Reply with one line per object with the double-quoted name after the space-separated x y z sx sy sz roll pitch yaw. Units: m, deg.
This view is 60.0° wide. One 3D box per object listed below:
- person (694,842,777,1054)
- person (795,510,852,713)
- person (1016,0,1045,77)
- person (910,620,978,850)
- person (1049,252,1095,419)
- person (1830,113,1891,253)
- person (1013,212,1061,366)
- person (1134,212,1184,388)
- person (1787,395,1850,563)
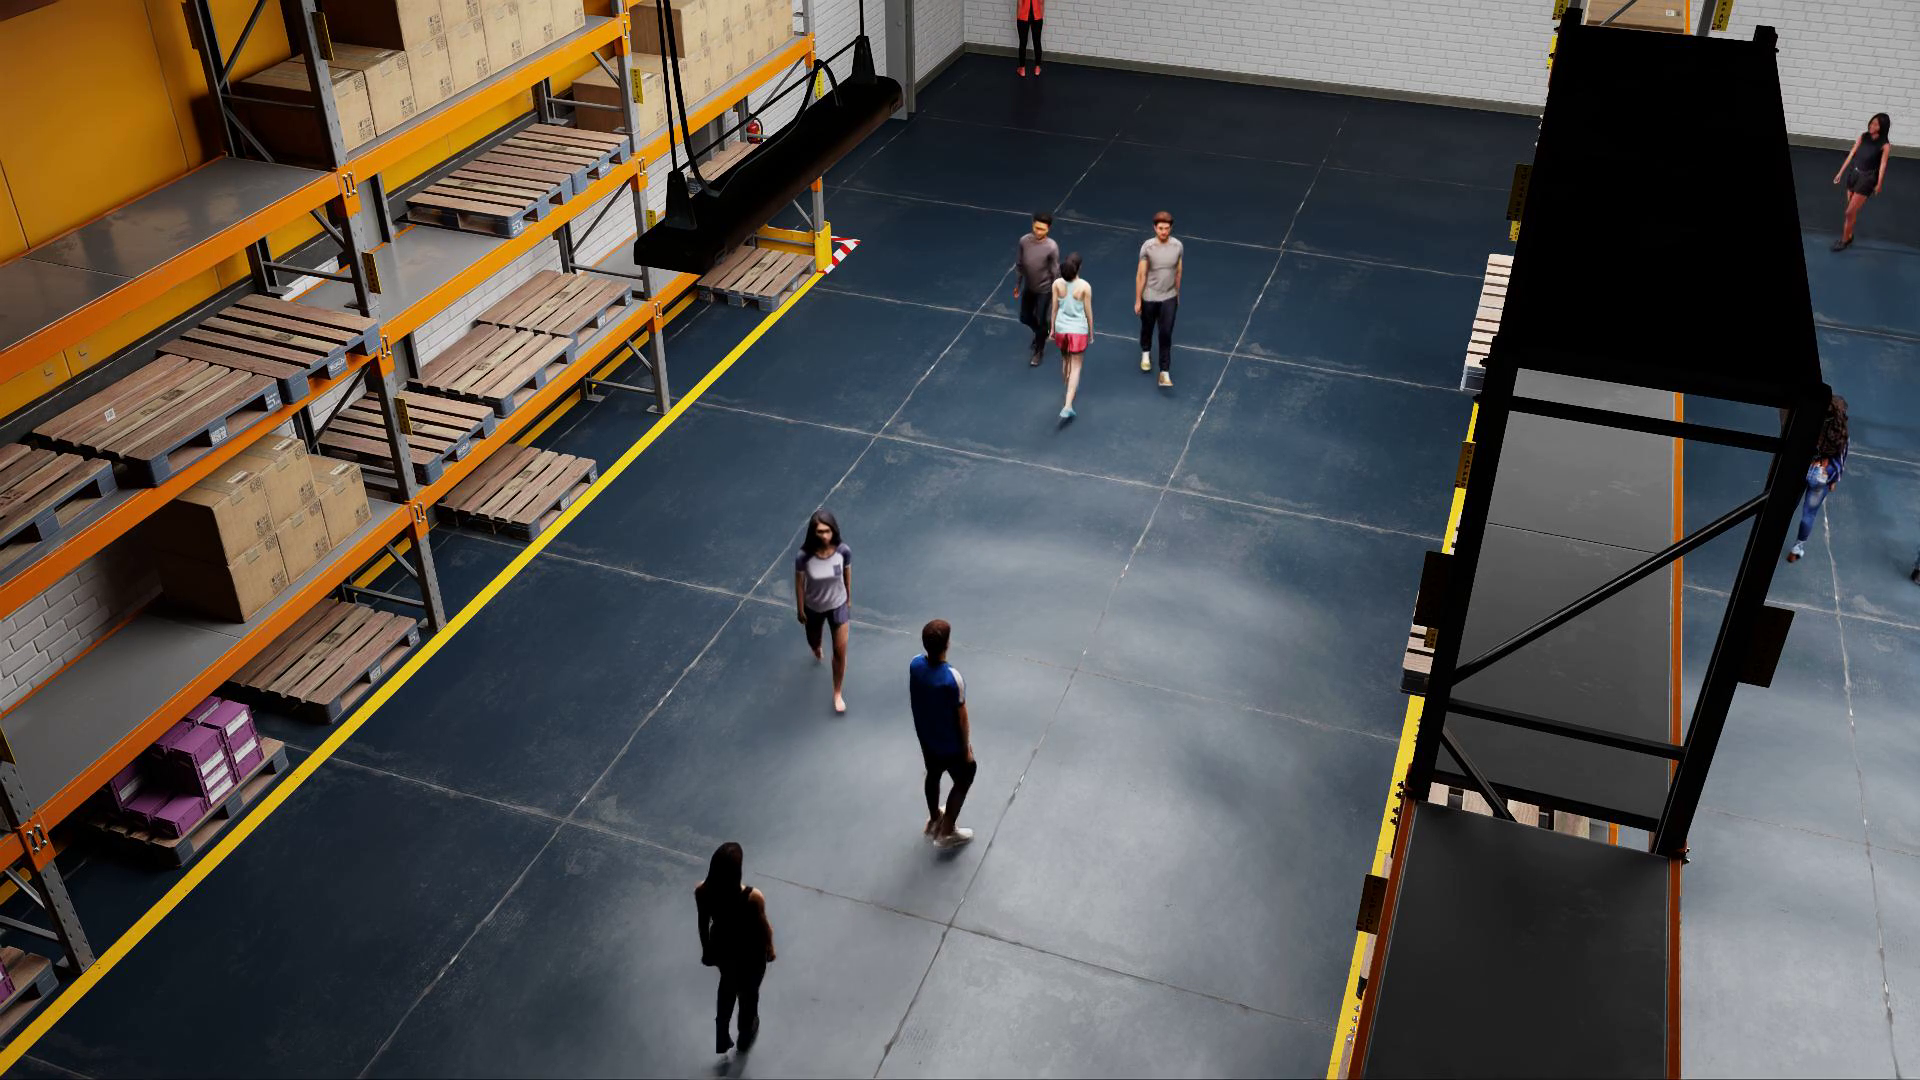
-1.364 2.519 9.975 0.598 1.678 0.706 9 35 13 "person"
-1.063 0.471 13.052 0.957 1.682 1.117 -8 34 -12 "person"
1.096 -8.124 25.971 0.670 1.694 0.675 -4 34 -6 "person"
-0.172 1.374 11.536 0.827 1.858 0.833 25 41 33 "person"
1.117 -2.056 16.796 0.604 1.747 0.987 12 36 18 "person"
11.077 -4.374 20.310 0.894 1.717 0.841 -11 35 -15 "person"
0.874 -2.728 17.802 0.759 1.752 0.819 19 38 26 "person"
2.064 -2.587 17.501 0.933 1.851 1.201 -2 34 -3 "person"
7.499 -0.556 14.653 0.684 1.620 0.663 25 41 32 "person"
